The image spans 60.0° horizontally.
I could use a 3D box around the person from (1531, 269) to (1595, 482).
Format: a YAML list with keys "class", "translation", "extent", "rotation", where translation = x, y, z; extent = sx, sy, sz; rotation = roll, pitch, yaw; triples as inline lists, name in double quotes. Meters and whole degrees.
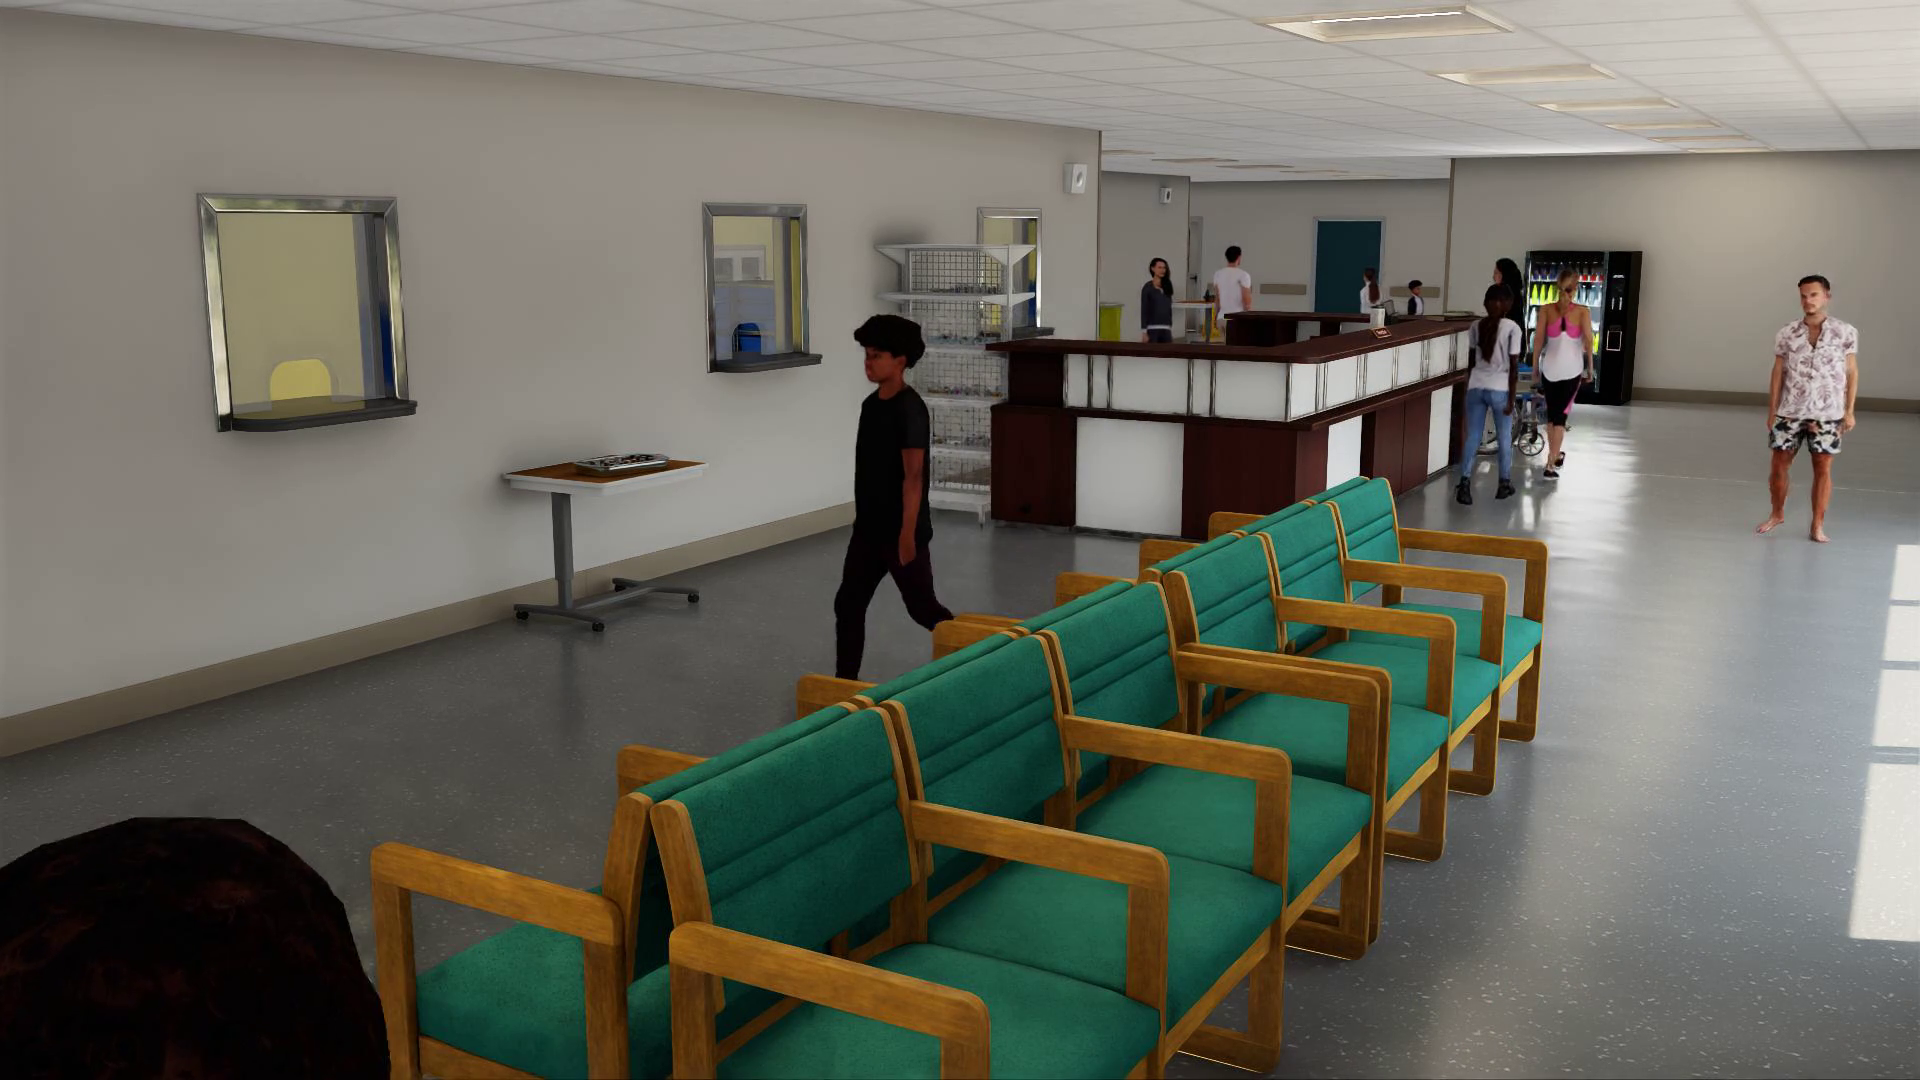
- class: "person"
  translation: [5.018, -1.351, 13.941]
  extent: [1.011, 1.750, 0.716]
  rotation: [7, 13, 33]

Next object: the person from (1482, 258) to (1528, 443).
- class: "person"
  translation: [5.555, -1.874, 16.491]
  extent: [0.730, 1.816, 0.723]
  rotation: [3, 11, 16]

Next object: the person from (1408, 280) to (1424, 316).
- class: "person"
  translation: [7.709, -3.803, 28.253]
  extent: [0.609, 1.232, 0.685]
  rotation: [-8, 14, -37]

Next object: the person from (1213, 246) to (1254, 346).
- class: "person"
  translation: [3.386, -2.774, 21.108]
  extent: [0.823, 1.876, 0.677]
  rotation: [-9, 14, -38]

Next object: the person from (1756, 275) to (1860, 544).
- class: "person"
  translation: [5.876, -0.919, 11.509]
  extent: [0.566, 1.810, 0.760]
  rotation: [4, 12, 21]

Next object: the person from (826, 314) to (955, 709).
- class: "person"
  translation: [-0.228, -0.082, 7.245]
  extent: [1.003, 1.754, 1.142]
  rotation: [-8, 13, -36]

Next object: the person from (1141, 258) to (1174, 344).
- class: "person"
  translation: [2.348, -2.500, 19.988]
  extent: [0.712, 1.754, 0.732]
  rotation: [-7, 13, -31]

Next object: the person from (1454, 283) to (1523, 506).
- class: "person"
  translation: [3.990, -1.072, 12.656]
  extent: [1.080, 1.683, 0.742]
  rotation: [8, 14, 37]

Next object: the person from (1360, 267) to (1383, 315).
- class: "person"
  translation: [5.918, -3.112, 23.815]
  extent: [1.005, 1.530, 0.983]
  rotation: [-2, 11, -8]
